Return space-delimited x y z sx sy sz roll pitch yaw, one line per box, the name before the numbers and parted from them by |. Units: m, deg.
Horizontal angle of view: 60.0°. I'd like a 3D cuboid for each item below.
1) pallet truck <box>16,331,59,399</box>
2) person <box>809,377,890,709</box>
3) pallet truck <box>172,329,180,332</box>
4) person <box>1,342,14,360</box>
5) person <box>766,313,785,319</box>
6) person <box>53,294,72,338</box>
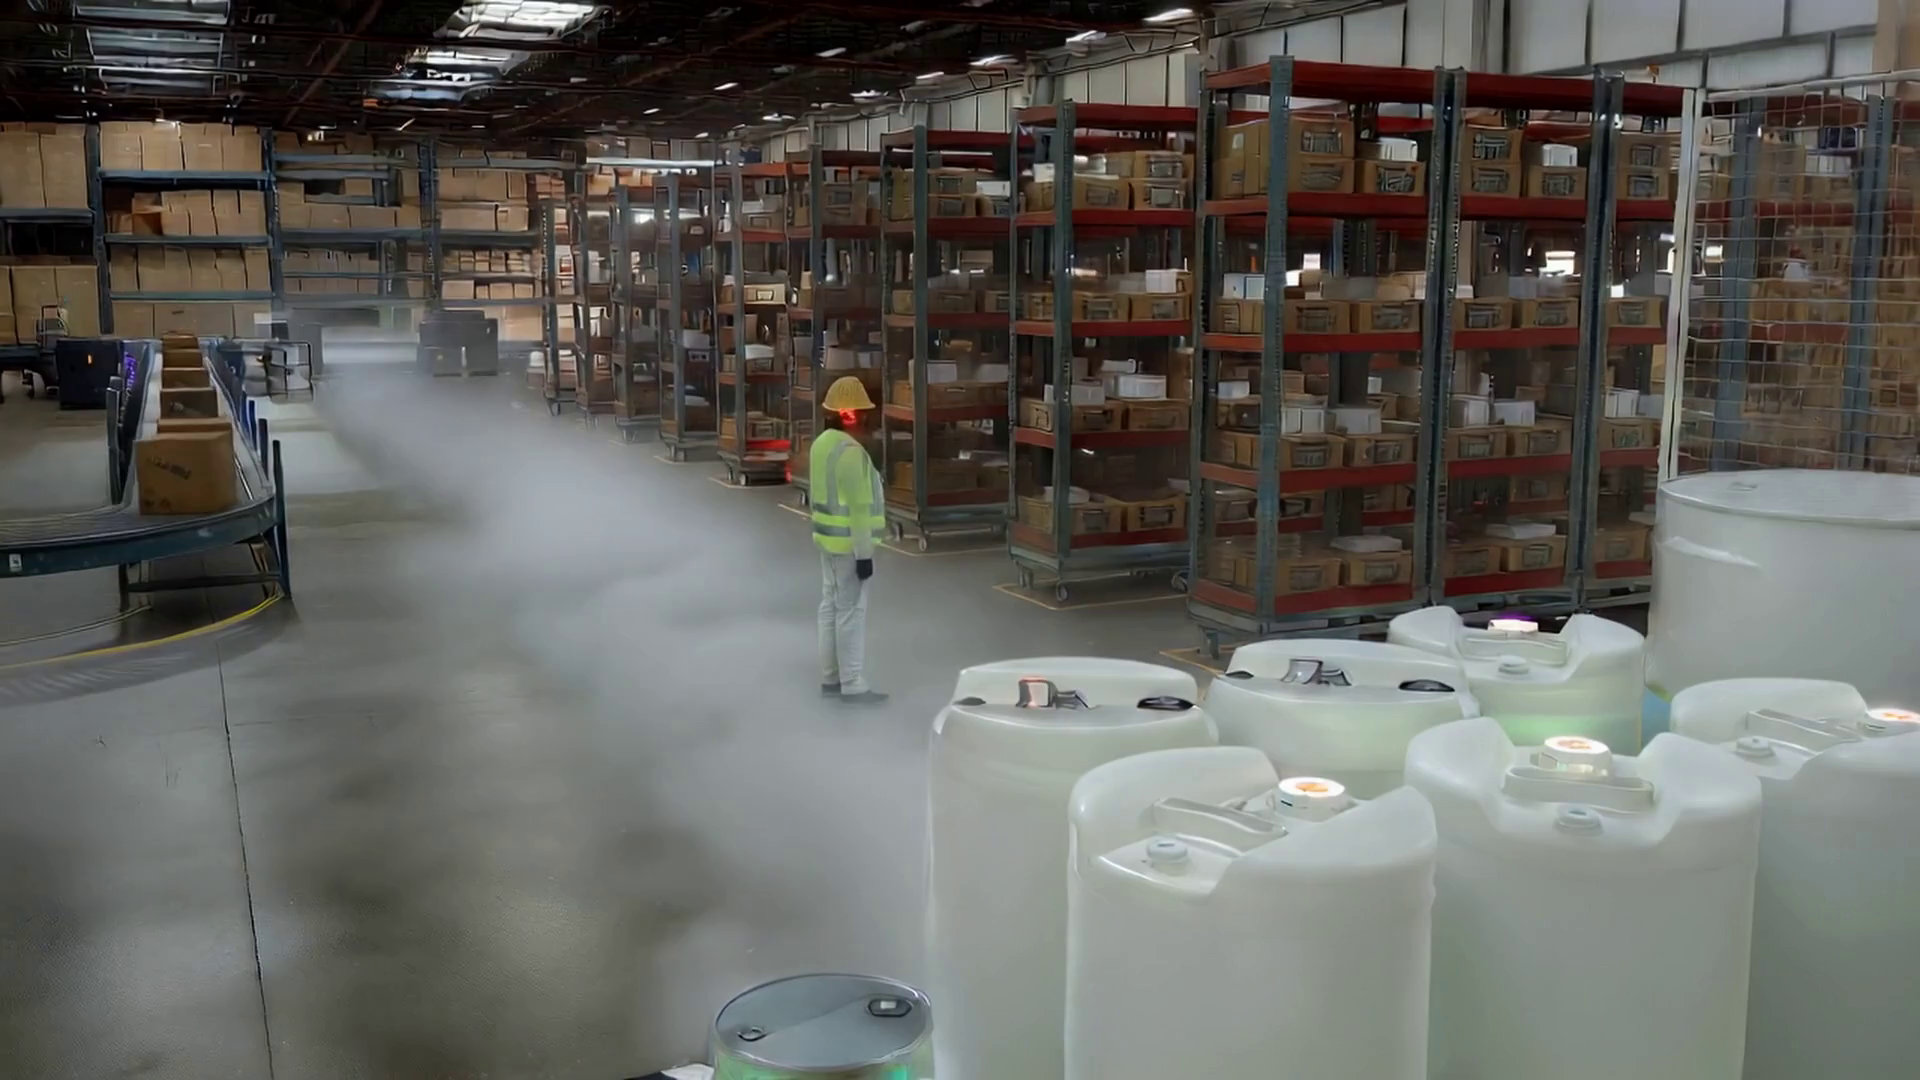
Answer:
pallet truck | -17.082 -3.353 31.781 1.630 1.274 0.653 -4 10 -25
person | -0.617 0.016 9.228 0.403 1.833 0.591 -4 10 -26
pallet truck | -17.275 -3.851 35.096 1.601 1.201 0.680 0 9 1
person | -26.291 -5.882 45.232 0.764 2.028 0.619 -3 10 -20
person | -5.098 -5.913 45.915 0.614 1.885 1.021 2 9 12
person | -21.457 -4.968 39.979 0.978 1.898 0.545 -5 10 -26
